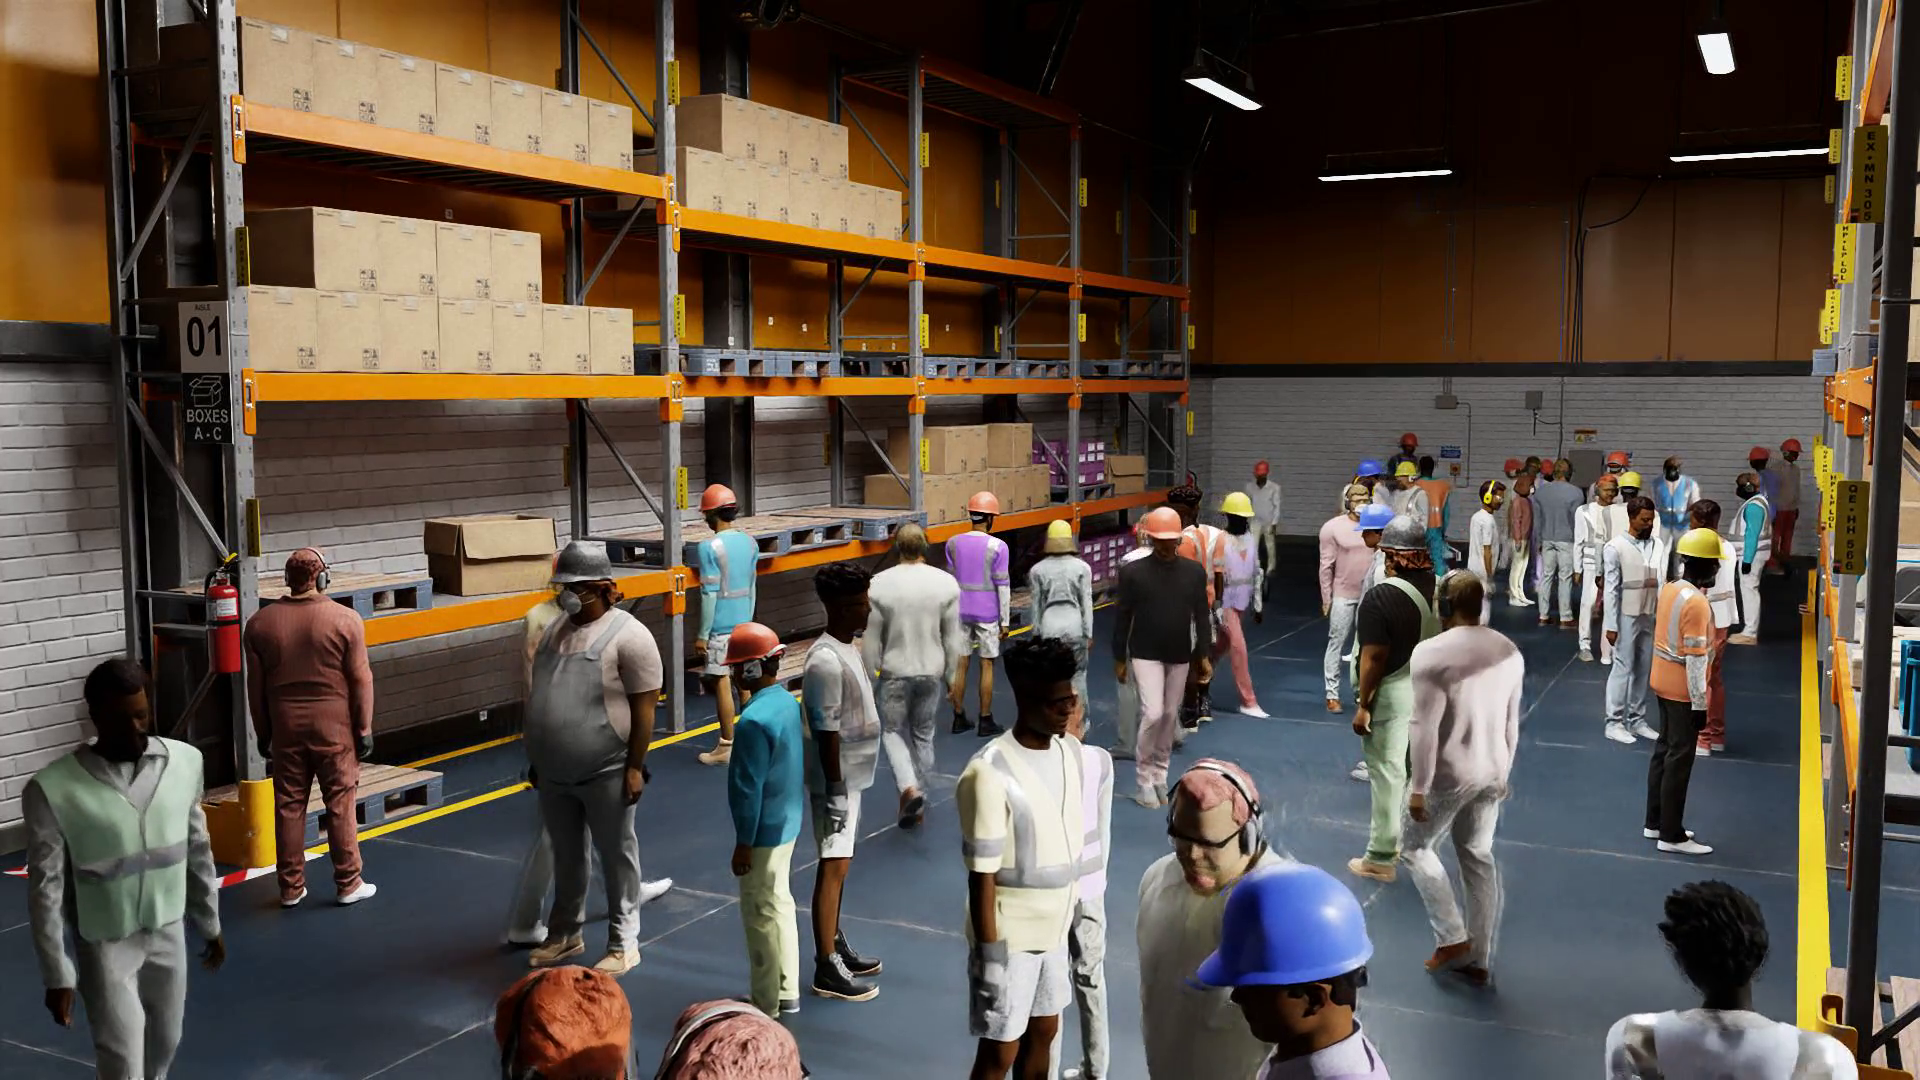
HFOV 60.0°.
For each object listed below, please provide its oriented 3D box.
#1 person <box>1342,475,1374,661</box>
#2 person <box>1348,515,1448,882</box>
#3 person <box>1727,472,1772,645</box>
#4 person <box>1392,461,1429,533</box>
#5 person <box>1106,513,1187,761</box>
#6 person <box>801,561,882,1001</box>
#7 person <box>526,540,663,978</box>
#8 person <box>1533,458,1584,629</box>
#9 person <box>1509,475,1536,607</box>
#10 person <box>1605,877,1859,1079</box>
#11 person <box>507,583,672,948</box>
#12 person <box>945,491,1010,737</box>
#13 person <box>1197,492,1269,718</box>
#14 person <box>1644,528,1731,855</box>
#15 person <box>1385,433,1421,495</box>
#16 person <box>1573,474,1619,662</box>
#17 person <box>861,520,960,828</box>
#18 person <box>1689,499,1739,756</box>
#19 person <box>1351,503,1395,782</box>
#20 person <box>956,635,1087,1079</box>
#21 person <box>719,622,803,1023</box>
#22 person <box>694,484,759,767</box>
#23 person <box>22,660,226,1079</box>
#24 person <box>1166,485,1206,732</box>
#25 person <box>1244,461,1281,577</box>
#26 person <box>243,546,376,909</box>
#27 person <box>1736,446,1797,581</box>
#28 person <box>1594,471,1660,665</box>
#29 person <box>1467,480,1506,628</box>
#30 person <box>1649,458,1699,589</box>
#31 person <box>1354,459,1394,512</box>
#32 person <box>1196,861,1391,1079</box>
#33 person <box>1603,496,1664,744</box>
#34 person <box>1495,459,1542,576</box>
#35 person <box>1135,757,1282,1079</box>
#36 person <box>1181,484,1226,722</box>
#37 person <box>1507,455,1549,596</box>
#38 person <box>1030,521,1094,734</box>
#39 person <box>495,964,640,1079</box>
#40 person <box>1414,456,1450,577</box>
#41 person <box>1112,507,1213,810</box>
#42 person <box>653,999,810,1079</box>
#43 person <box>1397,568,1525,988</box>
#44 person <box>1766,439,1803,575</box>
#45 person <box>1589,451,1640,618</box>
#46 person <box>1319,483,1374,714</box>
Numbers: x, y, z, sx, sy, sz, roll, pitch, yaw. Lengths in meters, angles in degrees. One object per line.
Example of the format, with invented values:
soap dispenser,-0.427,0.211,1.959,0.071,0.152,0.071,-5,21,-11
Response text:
person,4.001,0.288,16.523,0.521,1.865,0.328,-4,7,-37
person,2.440,0.869,9.325,0.685,2.000,0.538,-3,6,-31
person,8.403,0.197,17.711,0.429,1.831,0.633,3,6,26
person,5.434,-0.044,20.262,0.404,1.829,0.600,-2,6,-25
person,1.364,0.709,12.236,0.492,1.815,0.637,4,7,39
person,-0.539,1.071,7.545,0.361,1.965,0.613,0,5,2
person,-1.762,1.014,7.763,0.674,2.000,0.535,3,6,29
person,6.789,0.037,18.819,0.366,1.939,0.635,-4,7,-36
person,7.028,0.008,20.759,0.278,1.633,0.507,4,7,35
person,1.659,1.590,3.613,0.541,1.661,0.745,3,6,33
person,-1.871,1.047,8.322,1.003,1.871,0.595,-4,7,-39
person,0.155,0.582,13.066,0.548,1.924,0.387,3,6,26
person,2.247,0.516,14.076,0.602,1.883,0.993,-4,7,-38
person,4.309,0.885,9.842,0.409,1.917,0.585,1,5,7
person,7.068,-0.681,26.253,0.613,1.991,0.950,-3,6,-30
person,6.400,0.279,16.546,0.578,1.880,0.352,1,5,8
person,-0.284,0.844,10.192,0.626,1.926,0.602,-1,5,-15
person,5.586,0.649,12.421,0.402,1.908,0.598,5,7,44
person,2.933,0.728,11.578,0.414,1.908,0.605,2,6,19
person,0.225,1.270,5.477,0.397,1.954,0.605,4,7,38
person,-0.863,1.221,7.169,0.355,1.736,0.575,1,5,10
person,-1.722,0.614,12.062,0.393,2.039,0.613,3,6,30
person,-2.675,1.321,5.461,0.783,1.872,0.644,3,6,32
person,1.778,0.541,13.248,0.361,1.964,0.613,1,5,13
person,4.289,-0.282,23.527,0.564,1.709,0.797,3,6,27
person,-3.403,0.986,8.776,0.638,1.909,0.408,0,5,-2
person,11.228,-0.344,23.073,0.555,1.913,0.761,-5,7,-43
person,6.510,0.289,16.258,0.589,1.916,0.400,2,6,25
person,4.953,0.368,15.669,0.336,1.865,0.521,1,5,6
person,9.522,-0.202,22.212,0.626,1.800,0.950,2,6,23
person,4.758,0.026,19.029,0.490,1.916,0.637,2,6,24
person,0.603,1.513,2.919,0.394,1.943,0.602,0,5,3
person,5.195,0.609,12.854,0.598,1.908,0.402,-3,6,-30
person,8.083,-0.325,24.051,0.572,1.696,0.941,-2,6,-20
person,0.580,1.455,4.007,0.933,1.855,0.638,-5,7,-42
person,1.868,0.516,13.602,0.599,1.959,0.378,0,5,2
person,7.419,-0.183,21.697,0.521,1.844,0.337,2,6,22
person,0.798,0.702,12.863,0.500,1.697,0.824,1,5,10
person,-0.475,1.580,2.566,0.497,1.872,0.692,4,7,40
person,5.902,-0.112,21.004,0.624,1.831,1.017,-1,5,-6
person,1.340,0.768,10.825,0.611,1.967,0.613,-1,6,-15
person,-0.321,1.592,2.350,0.656,1.893,0.401,-4,6,-34
person,2.281,1.085,7.630,0.664,1.919,0.453,-2,6,-25
person,11.992,-0.479,24.138,0.612,1.986,0.407,-3,6,-29
person,7.677,-0.048,19.510,0.621,1.986,0.409,5,7,44
person,3.321,0.488,13.970,0.629,1.940,0.379,-1,5,-9
